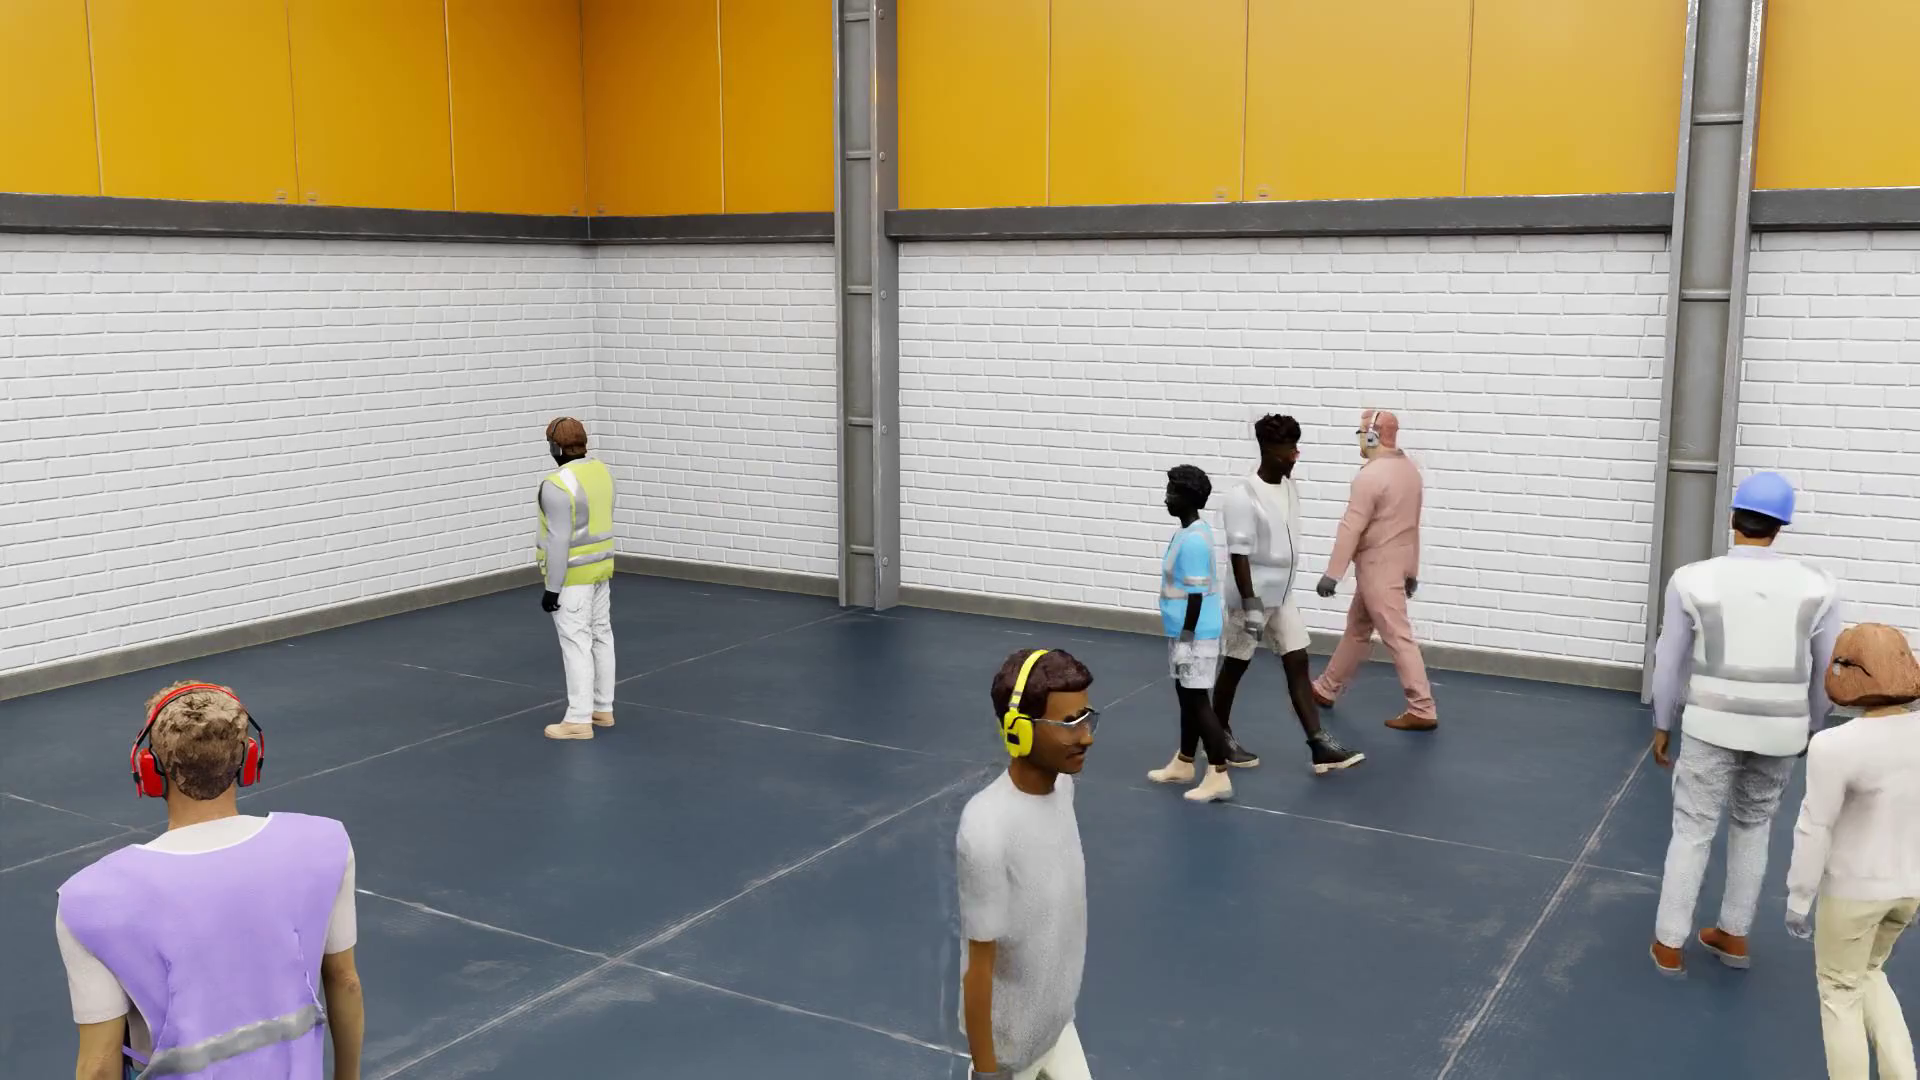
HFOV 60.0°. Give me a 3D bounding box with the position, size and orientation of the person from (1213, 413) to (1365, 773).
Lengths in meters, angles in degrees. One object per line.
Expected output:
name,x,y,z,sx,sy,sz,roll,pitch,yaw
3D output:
person,1.690,0.304,8.691,0.623,1.918,0.949,-9,13,-43

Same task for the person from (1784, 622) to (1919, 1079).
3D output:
person,2.699,1.045,4.987,0.523,1.618,0.340,-3,9,-16

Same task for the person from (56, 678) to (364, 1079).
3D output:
person,-1.477,1.194,3.372,0.570,1.845,0.383,-9,13,-43

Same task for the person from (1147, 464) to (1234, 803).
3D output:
person,1.175,0.462,8.416,0.362,1.699,0.567,1,9,4

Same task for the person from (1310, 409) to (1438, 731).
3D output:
person,2.406,0.164,9.769,1.000,1.850,0.659,6,11,35

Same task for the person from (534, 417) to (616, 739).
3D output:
person,-2.201,0.216,9.505,0.430,1.841,0.624,3,10,18

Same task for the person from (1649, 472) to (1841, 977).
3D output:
person,2.946,0.703,6.271,0.652,1.902,0.478,2,9,13

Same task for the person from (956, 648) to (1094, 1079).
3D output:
person,0.077,1.131,3.833,0.897,1.838,0.522,5,10,28
